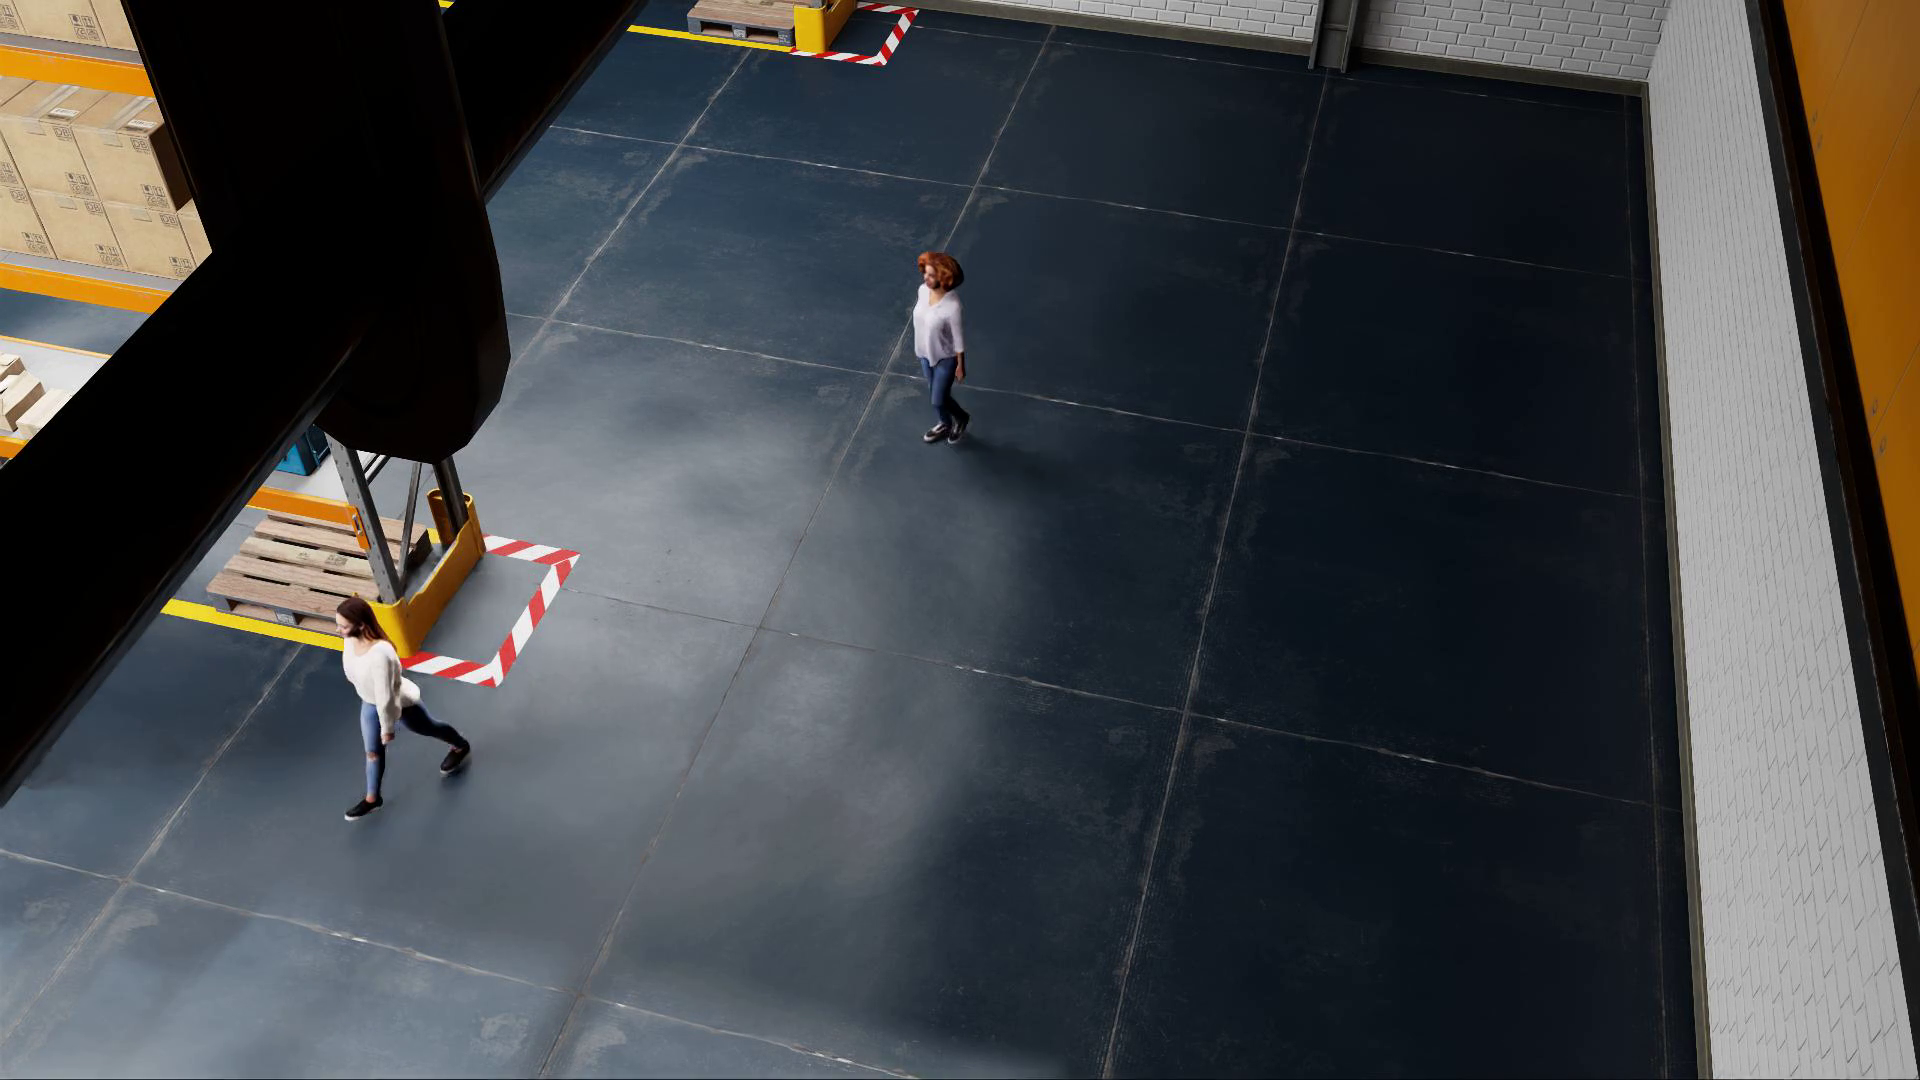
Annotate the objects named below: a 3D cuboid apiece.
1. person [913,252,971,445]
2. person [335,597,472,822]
[{"bbox_3d":[-0.082,-1.461,12.575,0.840,1.702,0.754,-32,52,-29],"label":"person"},{"bbox_3d":[-3.373,0.948,10.085,1.136,1.649,0.996,31,51,28],"label":"person"}]
